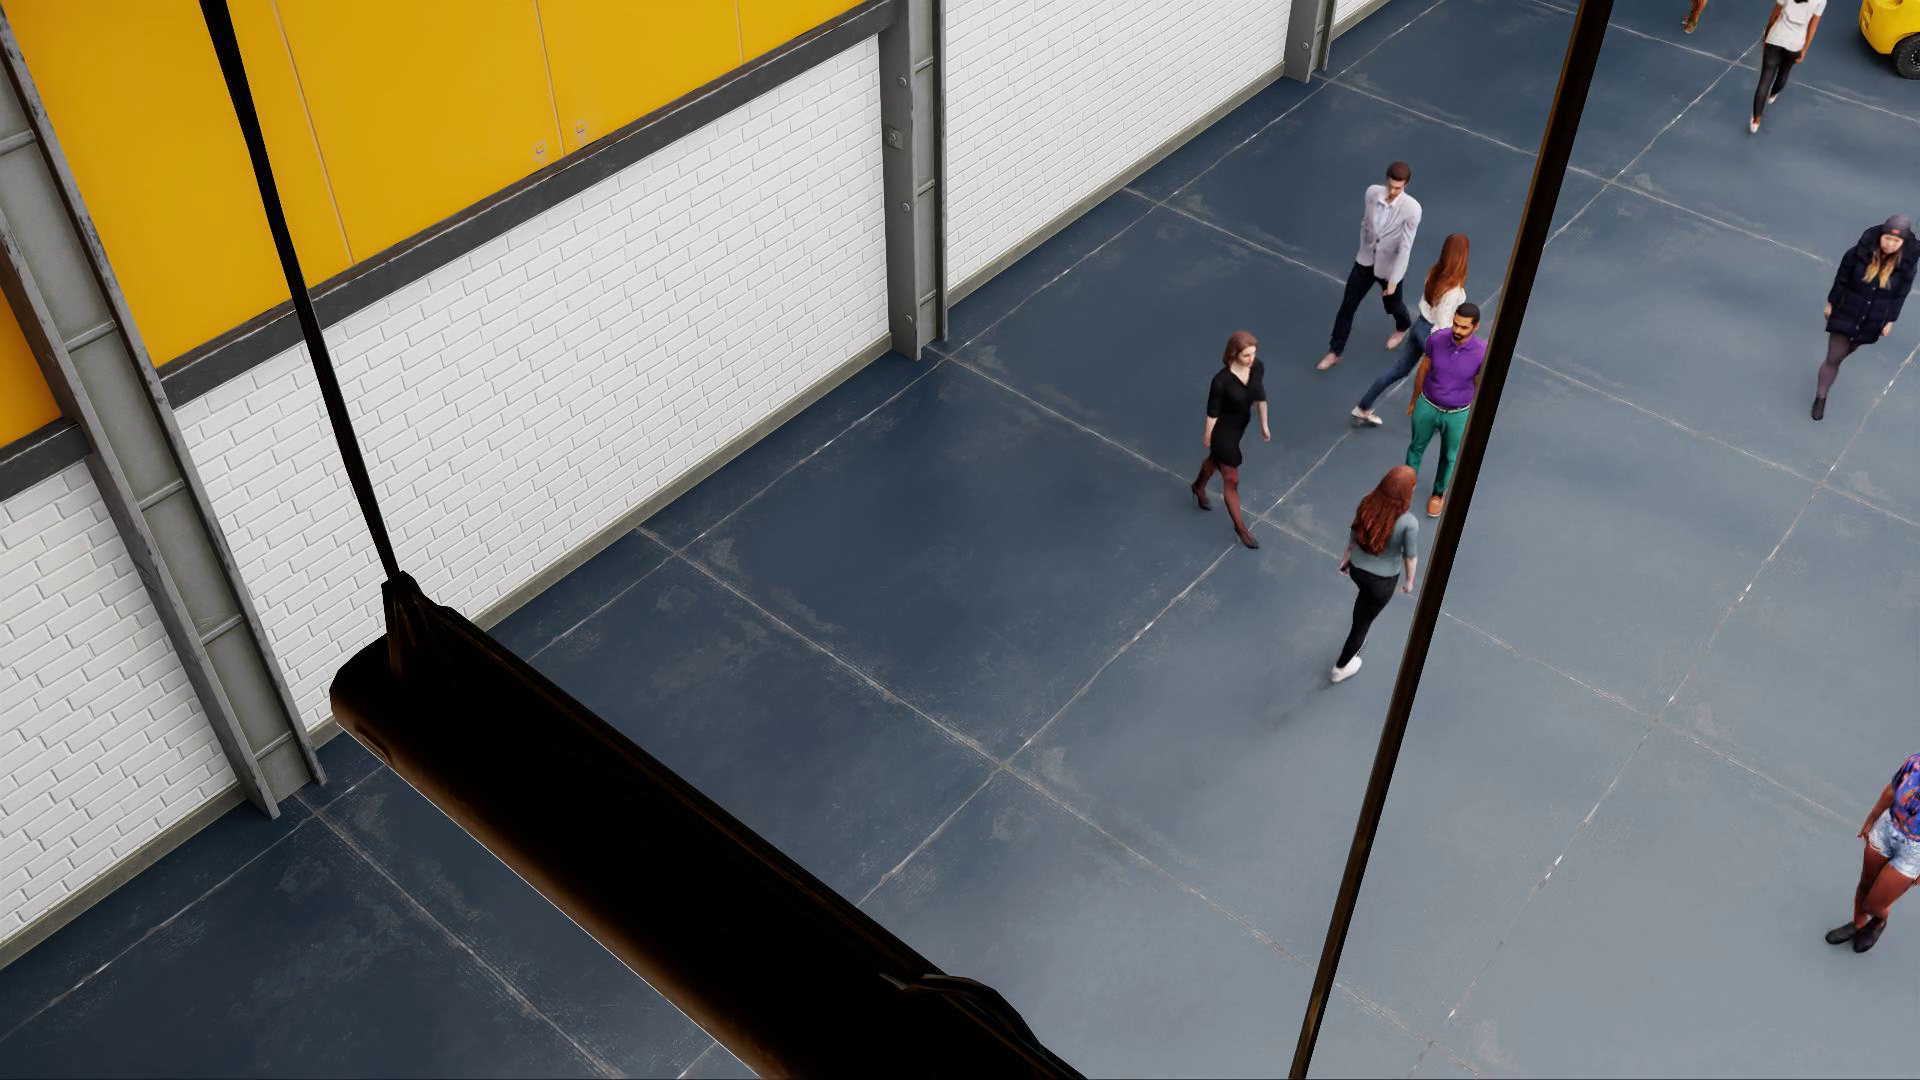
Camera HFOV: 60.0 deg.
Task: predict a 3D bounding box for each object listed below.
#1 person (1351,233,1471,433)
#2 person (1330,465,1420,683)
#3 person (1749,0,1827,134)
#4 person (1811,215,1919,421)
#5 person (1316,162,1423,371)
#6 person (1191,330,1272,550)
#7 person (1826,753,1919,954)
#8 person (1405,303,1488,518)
[{"bbox_3d":[3.390,-1.485,12.315,1.162,1.681,1.044,-5,44,-6],"label":"person"},{"bbox_3d":[2.541,0.266,10.446,0.689,1.725,0.627,-34,53,-31],"label":"person"},{"bbox_3d":[7.753,-4.616,15.665,0.797,1.595,1.140,15,46,16],"label":"person"},{"bbox_3d":[6.850,-1.763,12.637,0.861,1.640,1.132,17,46,17],"label":"person"},{"bbox_3d":[3.342,-2.167,12.939,0.697,1.809,1.142,34,53,30],"label":"person"},{"bbox_3d":[1.820,-0.808,11.610,0.983,1.675,0.780,-29,51,-27],"label":"person"},{"bbox_3d":[5.162,1.636,9.004,0.749,1.730,0.713,-15,46,-15],"label":"person"},{"bbox_3d":[3.403,-0.934,11.675,0.664,1.767,0.583,22,48,22],"label":"person"}]
